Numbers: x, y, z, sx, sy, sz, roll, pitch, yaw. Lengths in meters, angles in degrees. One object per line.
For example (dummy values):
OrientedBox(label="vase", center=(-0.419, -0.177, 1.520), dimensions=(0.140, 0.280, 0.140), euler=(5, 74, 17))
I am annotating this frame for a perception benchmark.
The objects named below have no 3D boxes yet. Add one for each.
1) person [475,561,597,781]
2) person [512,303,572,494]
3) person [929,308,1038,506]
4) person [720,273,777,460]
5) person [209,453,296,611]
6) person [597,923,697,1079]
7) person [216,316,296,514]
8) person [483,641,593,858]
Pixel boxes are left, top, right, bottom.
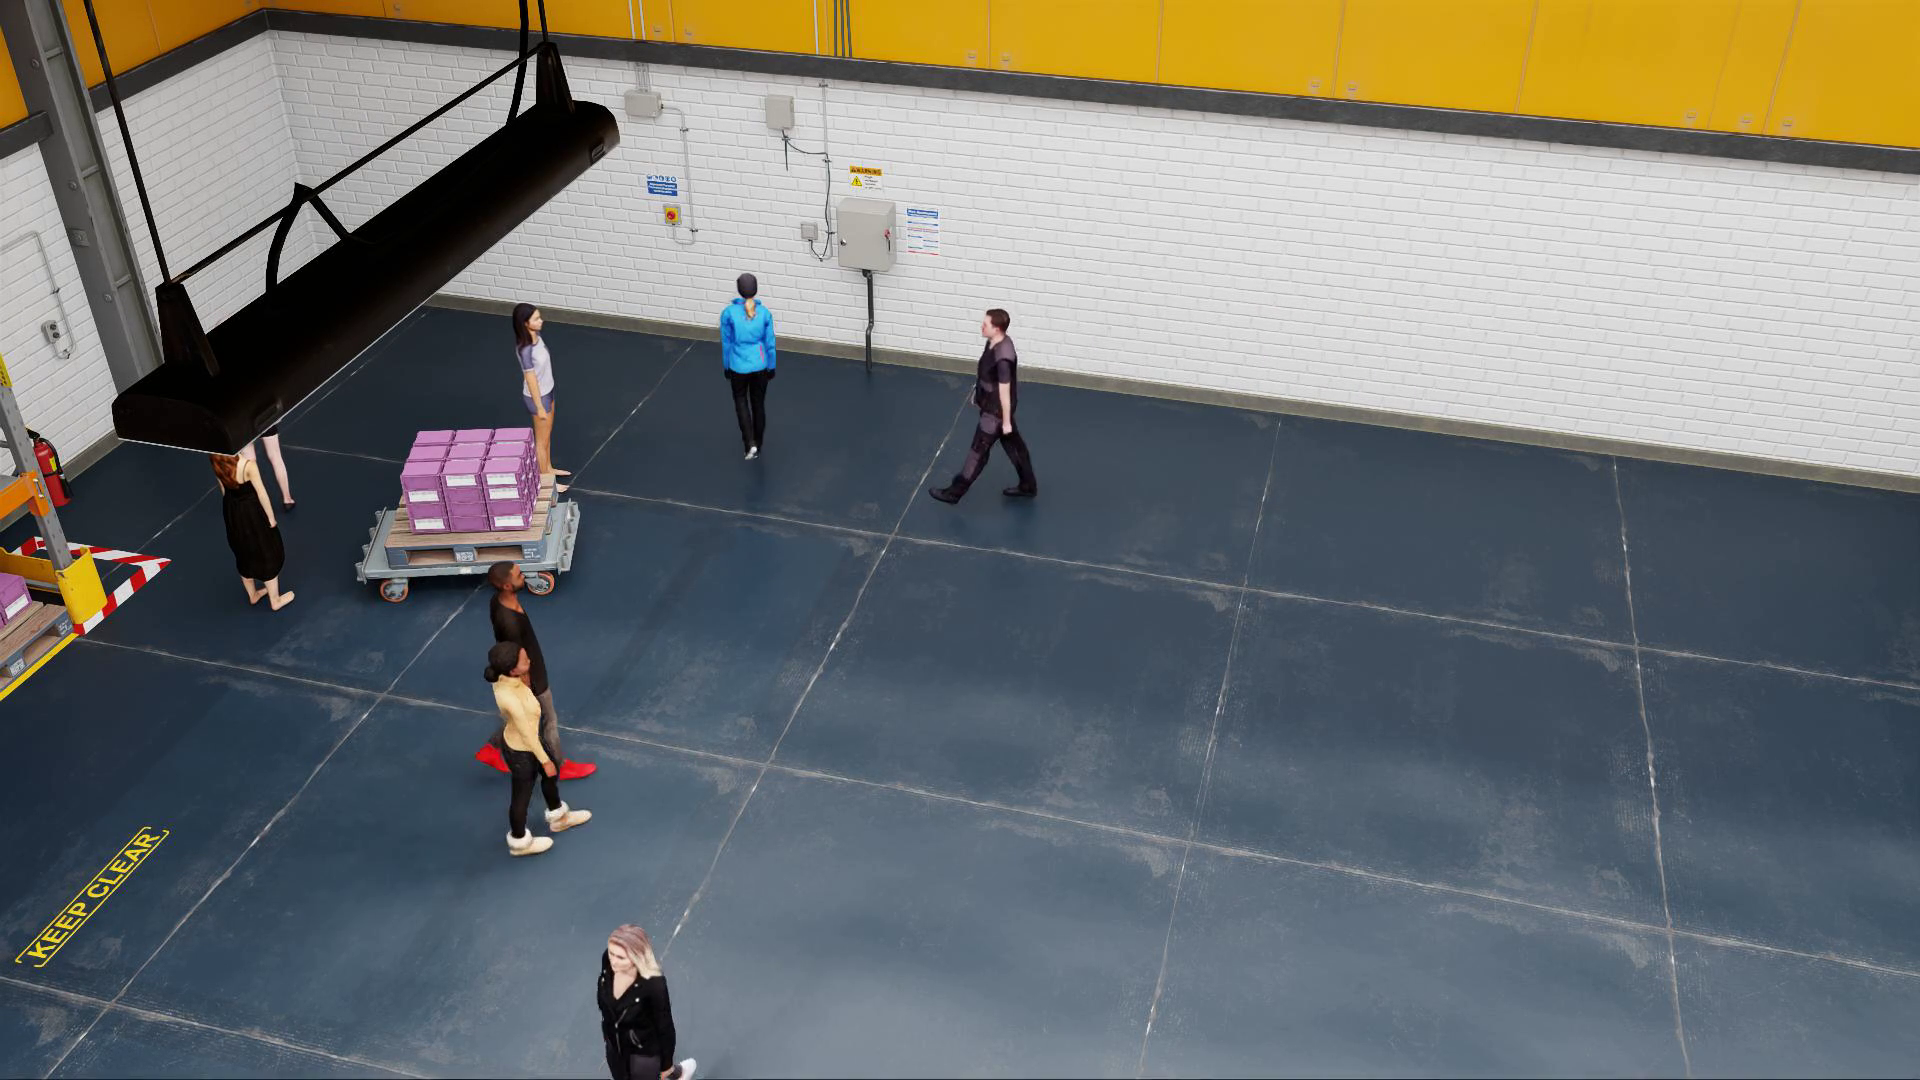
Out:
OrientedBox(label="person", center=(-2.938, 0.911, 10.968), dimensions=(1.066, 1.789, 1.067), euler=(-11, 35, -17))
OrientedBox(label="person", center=(-3.607, -1.235, 14.246), dimensions=(0.707, 1.734, 0.560), euler=(-3, 34, -4))
OrientedBox(label="person", center=(0.401, -1.080, 13.956), dimensions=(1.056, 1.797, 1.219), euler=(-2, 34, -3))
OrientedBox(label="person", center=(-1.841, -1.458, 14.535), dimensions=(0.790, 1.786, 0.913), euler=(-4, 34, -5))
OrientedBox(label="person", center=(-5.488, -0.186, 12.769), dimensions=(0.548, 1.623, 0.549), euler=(9, 35, 13))
OrientedBox(label="person", center=(-1.602, 2.549, 8.606), dimensions=(0.788, 1.675, 0.949), euler=(21, 39, 28))
OrientedBox(label="person", center=(-5.890, -1.021, 13.838), dimensions=(0.642, 1.830, 0.678), euler=(-13, 36, -19))
OrientedBox(label="person", center=(-2.829, 1.337, 10.456), dimensions=(0.883, 1.646, 0.854), euler=(-11, 35, -17))
